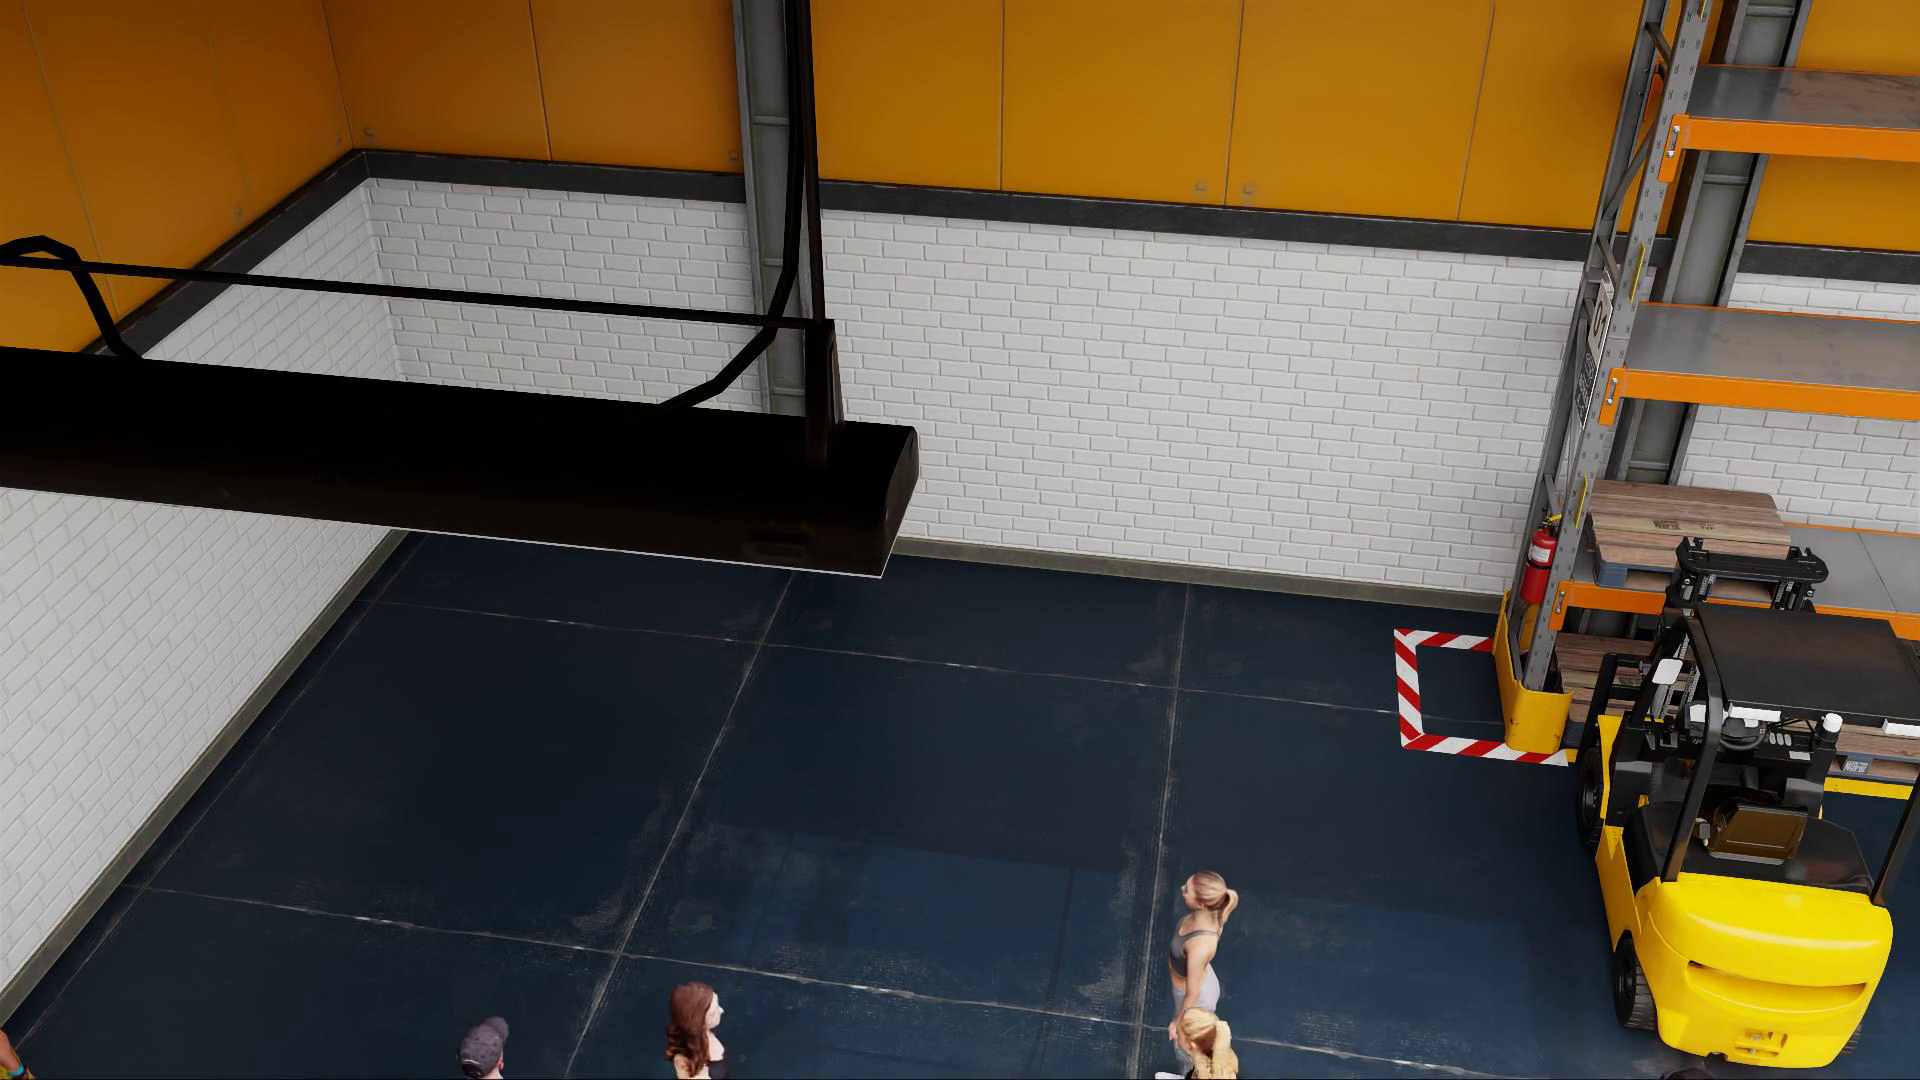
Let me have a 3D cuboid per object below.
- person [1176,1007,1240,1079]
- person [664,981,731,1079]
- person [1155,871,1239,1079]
[{"bbox_3d":[1.147,2.760,7.372,0.734,1.825,0.674,13,36,19],"label":"person"},{"bbox_3d":[-1.263,2.683,7.596,1.195,1.706,0.768,-2,34,-3],"label":"person"},{"bbox_3d":[1.159,2.269,8.222,0.575,1.703,0.584,10,35,14],"label":"person"}]
